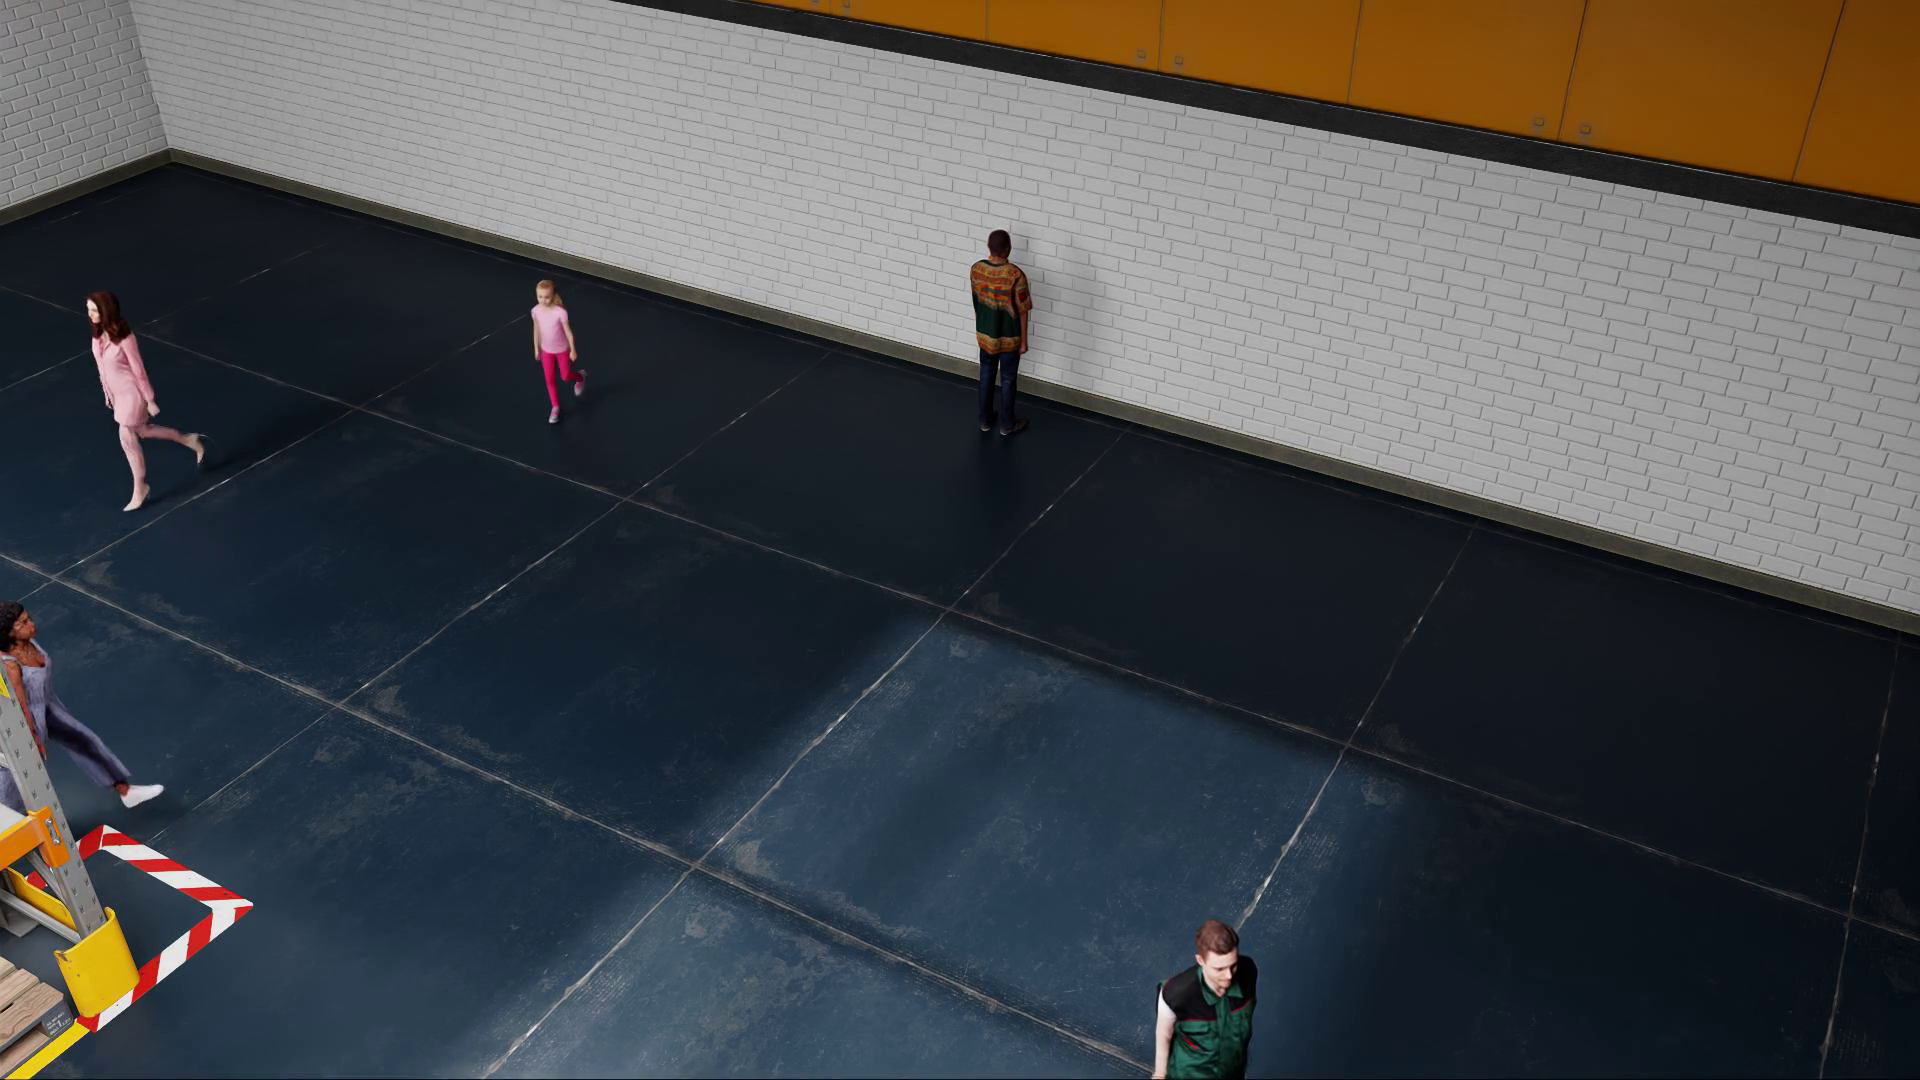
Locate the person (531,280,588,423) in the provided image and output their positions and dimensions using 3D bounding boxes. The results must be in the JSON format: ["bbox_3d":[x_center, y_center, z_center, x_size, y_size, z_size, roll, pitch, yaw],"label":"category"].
[{"bbox_3d":[-3.426,-1.662,14.178,0.672,1.257,0.848,8,34,11],"label":"person"}]

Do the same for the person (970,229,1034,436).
[{"bbox_3d":[0.326,-1.717,13.763,0.685,1.808,0.641,17,37,23],"label":"person"}]

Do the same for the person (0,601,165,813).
[{"bbox_3d":[-5.480,1.086,9.712,1.120,1.624,1.168,-4,34,-6],"label":"person"}]

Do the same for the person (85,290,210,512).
[{"bbox_3d":[-6.378,-1.138,12.920,0.659,1.775,1.089,20,39,27],"label":"person"}]

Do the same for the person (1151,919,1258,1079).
[{"bbox_3d":[1.111,2.394,7.547,0.699,1.841,0.789,-15,36,-21],"label":"person"}]
